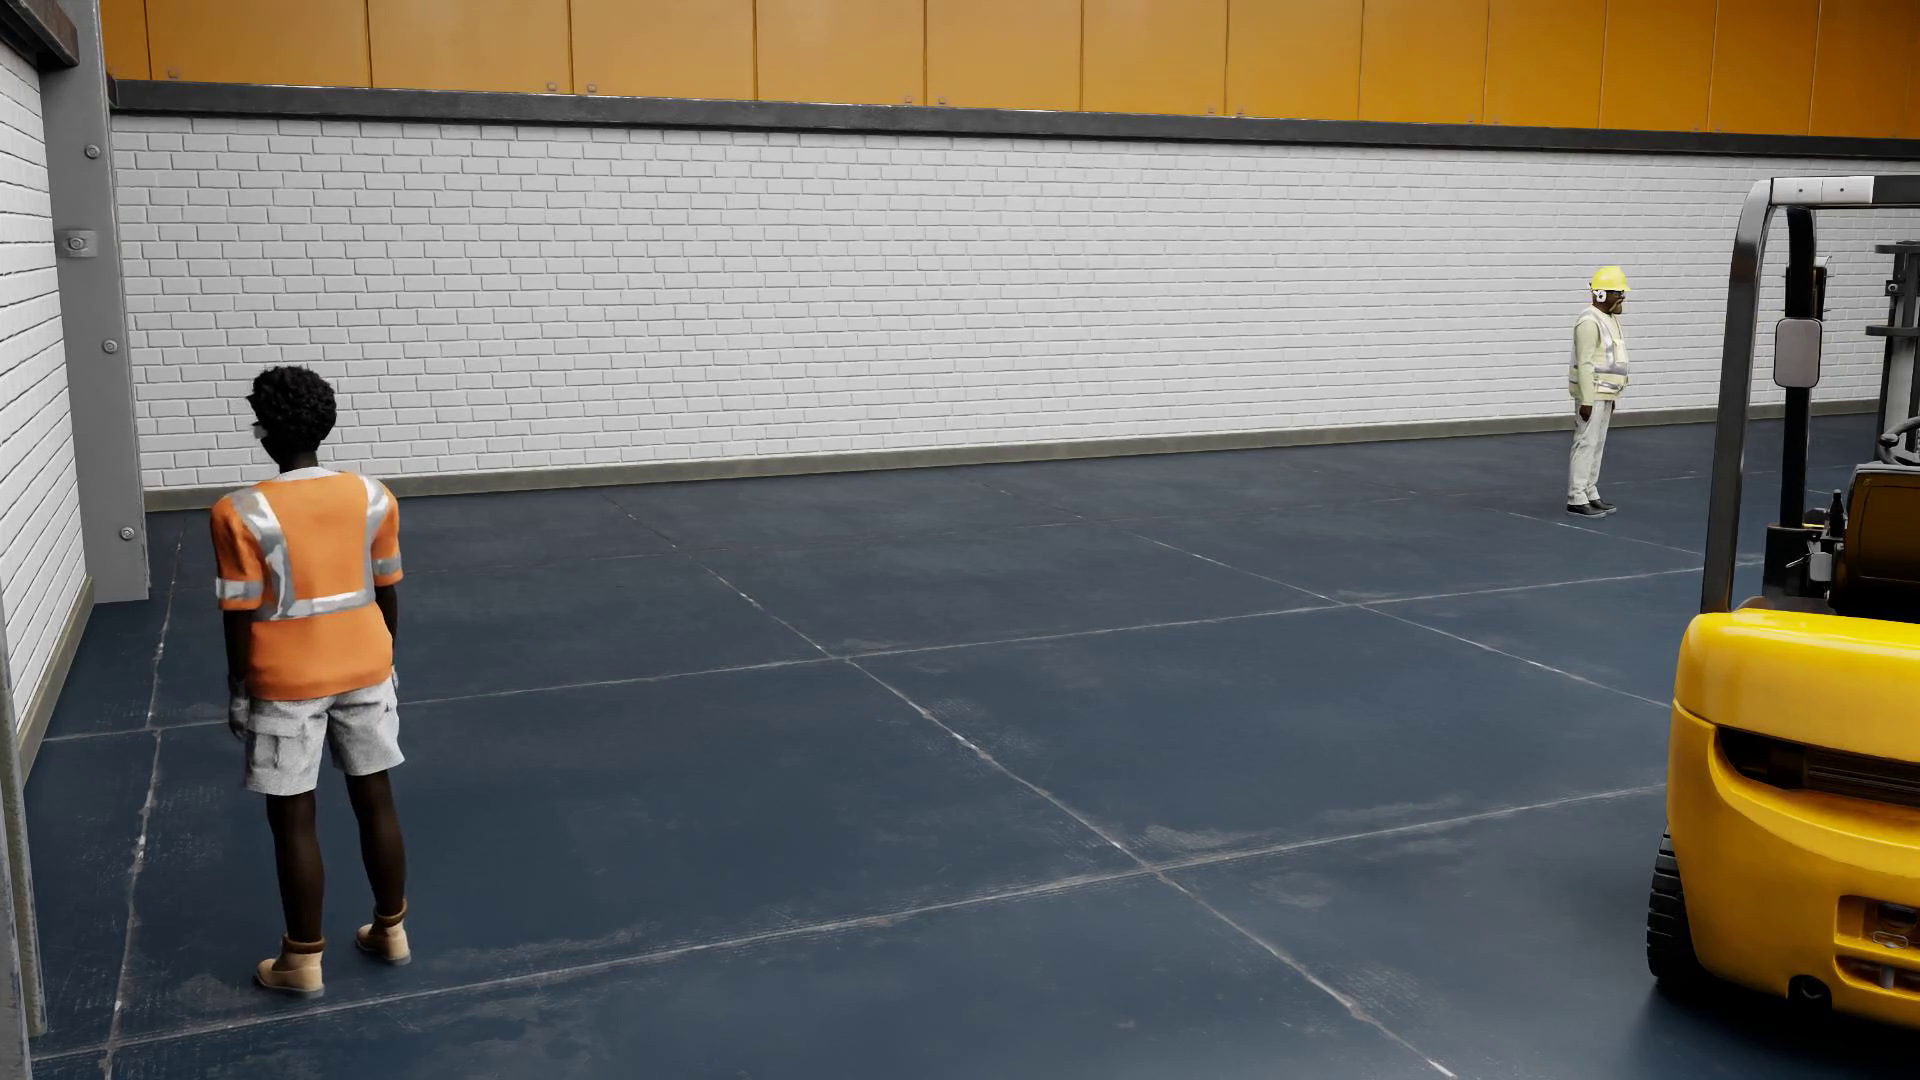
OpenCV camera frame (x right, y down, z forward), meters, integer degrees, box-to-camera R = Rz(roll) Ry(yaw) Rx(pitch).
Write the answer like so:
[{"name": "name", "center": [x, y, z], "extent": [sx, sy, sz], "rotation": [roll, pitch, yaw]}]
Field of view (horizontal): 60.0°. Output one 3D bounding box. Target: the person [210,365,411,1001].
[{"name": "person", "center": [-1.733, 0.377, 4.500], "extent": [0.320, 1.691, 0.524], "rotation": [8, 13, 38]}]

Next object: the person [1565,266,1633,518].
[{"name": "person", "center": [4.653, -1.073, 12.129], "extent": [0.403, 1.825, 0.591], "rotation": [7, 12, 34]}]

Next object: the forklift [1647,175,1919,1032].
[{"name": "forklift", "center": [2.810, 0.094, 4.662], "extent": [1.214, 2.155, 2.313], "rotation": [7, 12, 34]}]
